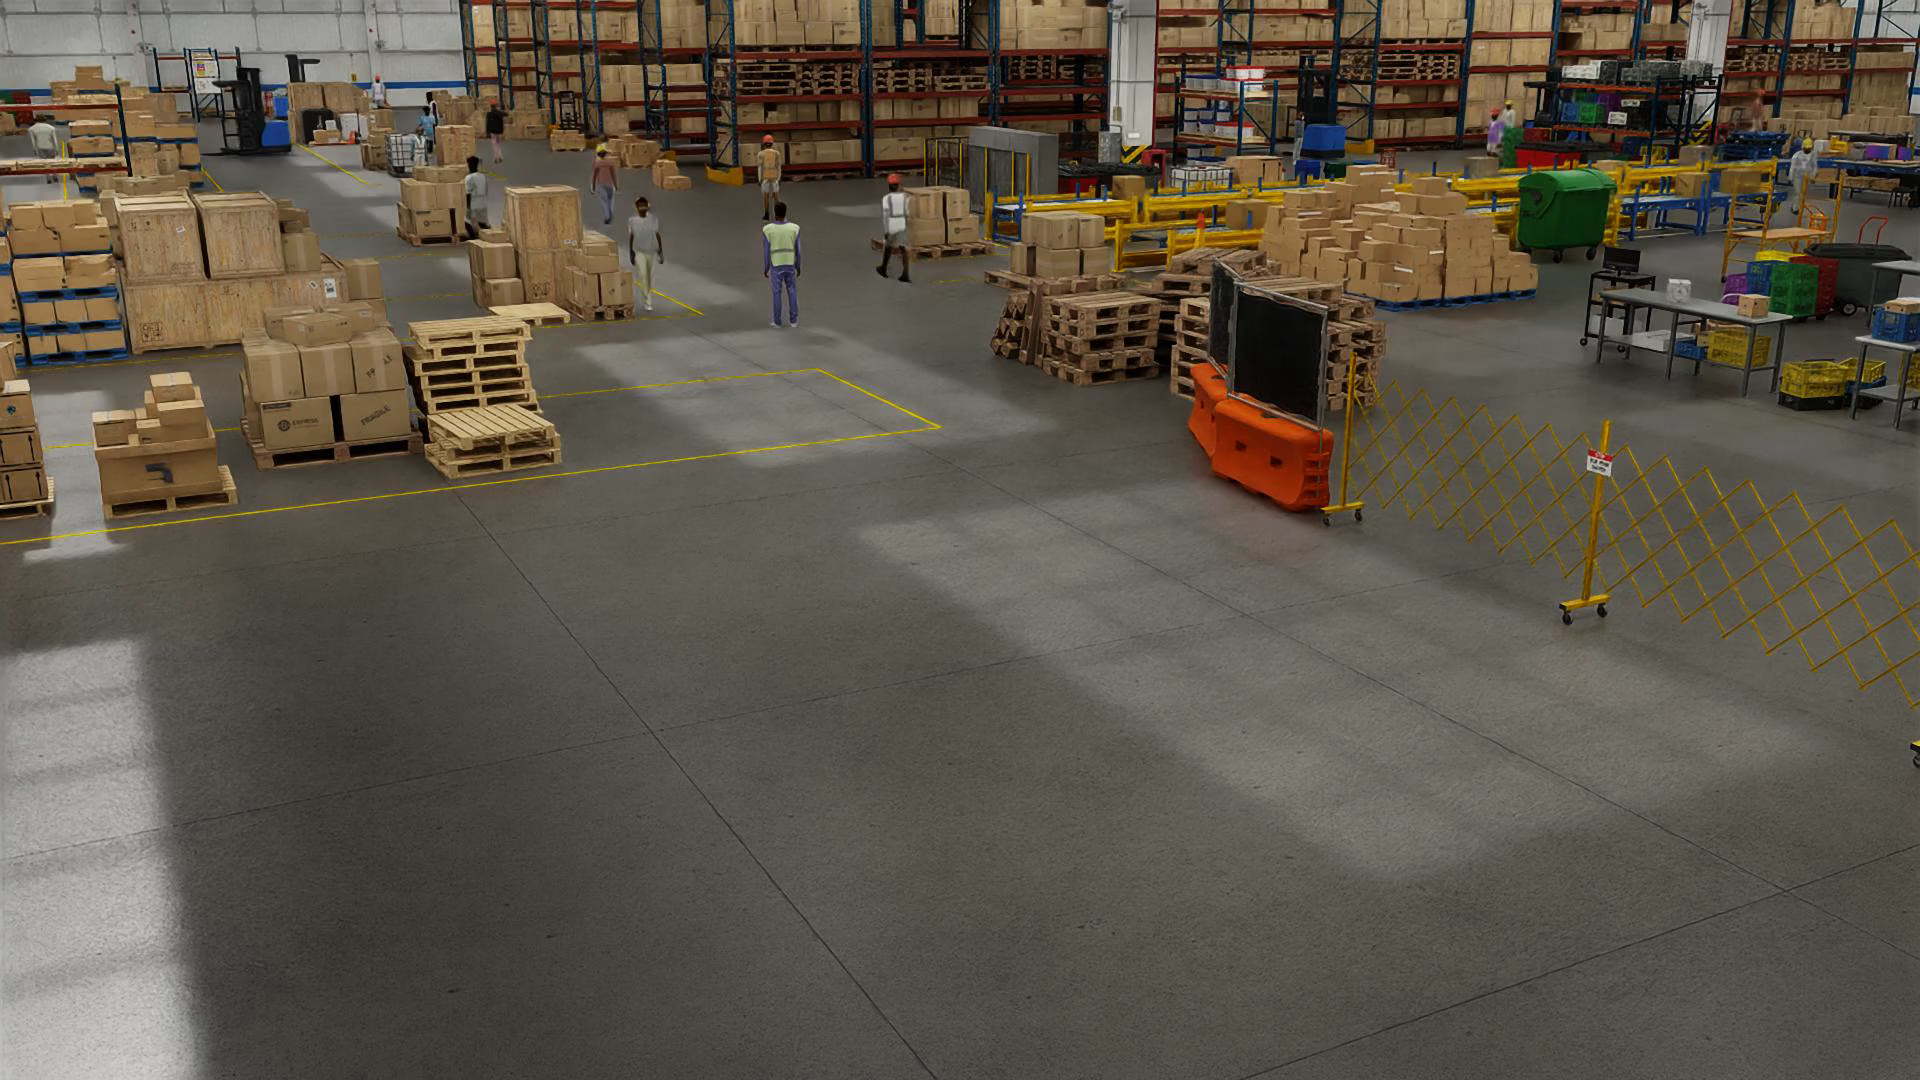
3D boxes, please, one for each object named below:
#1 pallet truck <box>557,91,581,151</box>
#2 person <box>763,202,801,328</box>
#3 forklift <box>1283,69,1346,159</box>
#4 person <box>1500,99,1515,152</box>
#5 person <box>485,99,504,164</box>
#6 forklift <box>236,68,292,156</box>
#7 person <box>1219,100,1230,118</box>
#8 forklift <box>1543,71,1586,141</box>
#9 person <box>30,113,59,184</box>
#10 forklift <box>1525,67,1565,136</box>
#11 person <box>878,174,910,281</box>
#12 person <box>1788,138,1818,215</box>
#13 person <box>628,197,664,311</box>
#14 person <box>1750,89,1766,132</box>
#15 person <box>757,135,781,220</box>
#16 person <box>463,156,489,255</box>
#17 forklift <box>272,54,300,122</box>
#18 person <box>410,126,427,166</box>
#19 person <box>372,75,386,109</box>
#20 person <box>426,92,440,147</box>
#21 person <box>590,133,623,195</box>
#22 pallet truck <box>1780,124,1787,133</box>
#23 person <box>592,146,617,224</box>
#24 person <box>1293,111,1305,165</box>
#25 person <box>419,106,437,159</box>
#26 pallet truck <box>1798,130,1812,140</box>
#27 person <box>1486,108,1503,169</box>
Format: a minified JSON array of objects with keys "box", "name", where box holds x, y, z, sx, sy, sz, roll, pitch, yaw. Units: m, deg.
[{"box":[-13.495,-14.412,57.188,0.823,1.965,1.885,-3,18,-9],"name":"pallet truck"},{"box":[-2.719,-4.205,25.494,0.592,1.919,0.388,-6,19,-17],"name":"person"},{"box":[11.615,-13.871,54.079,1.129,2.768,1.873,-9,20,-27],"name":"forklift"},{"box":[18.665,-14.117,56.651,0.556,1.753,0.538,-10,20,-28],"name":"person"},{"box":[-14.687,-12.853,52.348,0.518,1.980,0.644,12,21,33],"name":"person"},{"box":[-23.456,-14.228,55.191,1.129,2.768,1.873,14,22,37],"name":"forklift"},{"box":[10.299,-16.693,64.824,0.554,1.663,0.594,-11,21,-30],"name":"person"},{"box":[18.685,-13.231,52.085,1.873,2.768,1.129,-9,20,-26],"name":"forklift"},{"box":[-25.595,-10.949,46.534,0.633,1.916,0.743,-9,20,-27],"name":"person"},{"box":[20.021,-14.435,55.837,1.873,2.768,1.129,-9,20,-26],"name":"forklift"},{"box":[-1.173,-5.630,29.998,0.561,1.877,1.053,-10,21,-29],"name":"person"},{"box":[19.985,-8.644,39.541,0.611,1.800,0.681,-1,18,-4],"name":"person"},{"box":[-5.154,-4.727,27.281,0.528,1.833,0.940,-6,19,-18],"name":"person"},{"box":[28.342,-14.983,59.005,0.610,1.970,0.645,11,21,30],"name":"person"},{"box":[-4.419,-8.390,38.512,0.564,1.936,0.375,-6,19,-18],"name":"person"},{"box":[-9.634,-6.615,32.956,0.622,1.946,0.652,10,20,28],"name":"person"},{"box":[-28.211,-19.167,70.589,1.873,2.768,1.129,-9,20,-26],"name":"forklift"},{"box":[-14.902,-10.552,45.779,0.389,1.609,0.603,8,20,24],"name":"person"},{"box":[-25.278,-19.239,72.377,0.547,1.917,0.694,-2,18,-7],"name":"person"},{"box":[-18.557,-14.820,58.604,0.390,1.912,0.589,-12,21,-33],"name":"person"},{"box":[-9.341,-9.849,43.599,0.822,1.601,0.516,0,18,1],"name":"person"},{"box":[25.206,-12.542,52.601,1.601,1.201,0.680,0,18,-2],"name":"pallet truck"},{"box":[-8.145,-8.126,38.018,0.544,1.728,0.859,-7,19,-21],"name":"person"},{"box":[10.610,-12.560,51.996,0.284,1.636,0.500,16,23,40],"name":"person"},{"box":[-17.233,-13.233,53.997,0.548,1.676,0.606,-11,21,-31],"name":"person"},{"box":[25.526,-11.556,49.408,1.630,1.274,0.653,-9,20,-26],"name":"pallet truck"},{"box":[15.855,-11.831,49.277,0.537,1.922,0.554,-6,19,-19],"name":"person"}]
